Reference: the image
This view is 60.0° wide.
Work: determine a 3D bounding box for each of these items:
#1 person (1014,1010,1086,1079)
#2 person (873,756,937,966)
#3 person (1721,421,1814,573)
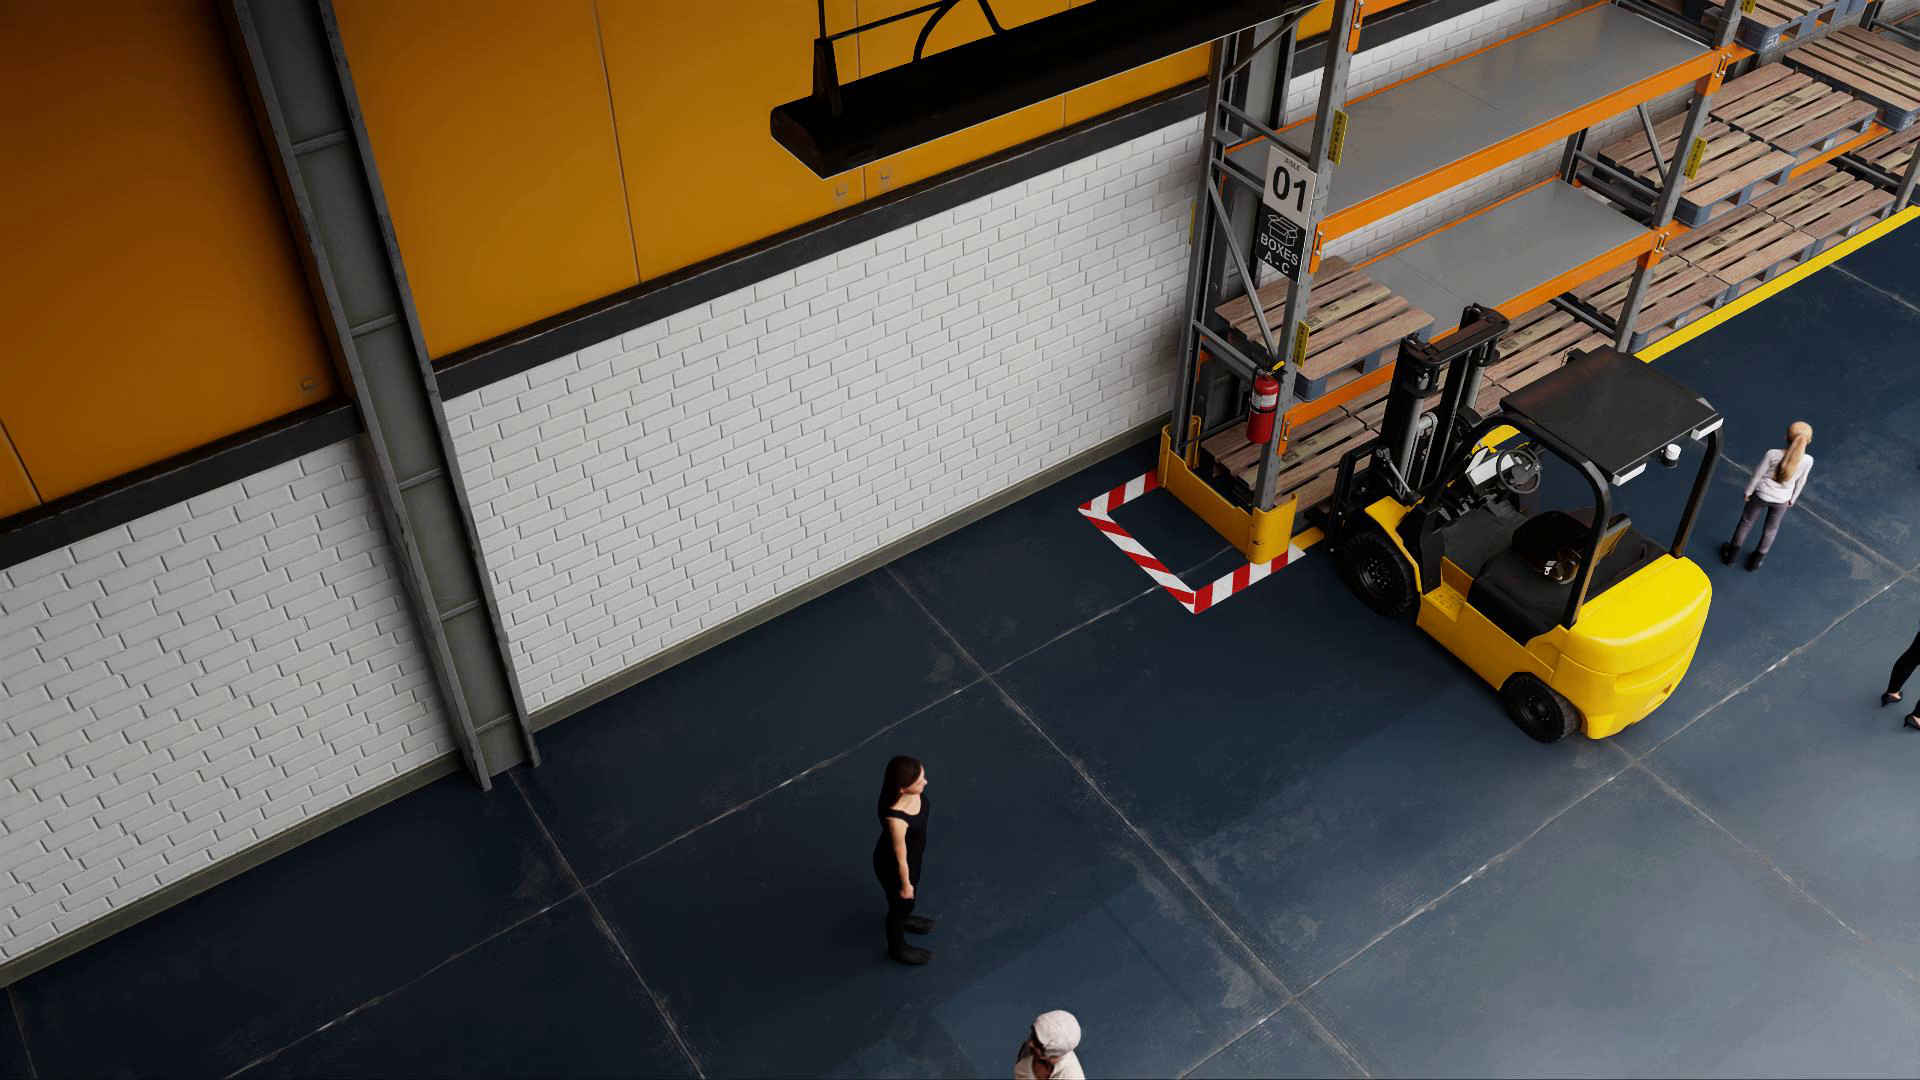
[{"bbox_3d":[0.441,2.789,8.023,0.629,1.753,0.693,-13,45,-13],"label":"person"},{"bbox_3d":[-0.317,1.750,9.159,0.733,1.689,0.679,5,44,5],"label":"person"},{"bbox_3d":[5.666,-0.301,11.611,0.582,1.277,0.632,13,45,13],"label":"person"}]
